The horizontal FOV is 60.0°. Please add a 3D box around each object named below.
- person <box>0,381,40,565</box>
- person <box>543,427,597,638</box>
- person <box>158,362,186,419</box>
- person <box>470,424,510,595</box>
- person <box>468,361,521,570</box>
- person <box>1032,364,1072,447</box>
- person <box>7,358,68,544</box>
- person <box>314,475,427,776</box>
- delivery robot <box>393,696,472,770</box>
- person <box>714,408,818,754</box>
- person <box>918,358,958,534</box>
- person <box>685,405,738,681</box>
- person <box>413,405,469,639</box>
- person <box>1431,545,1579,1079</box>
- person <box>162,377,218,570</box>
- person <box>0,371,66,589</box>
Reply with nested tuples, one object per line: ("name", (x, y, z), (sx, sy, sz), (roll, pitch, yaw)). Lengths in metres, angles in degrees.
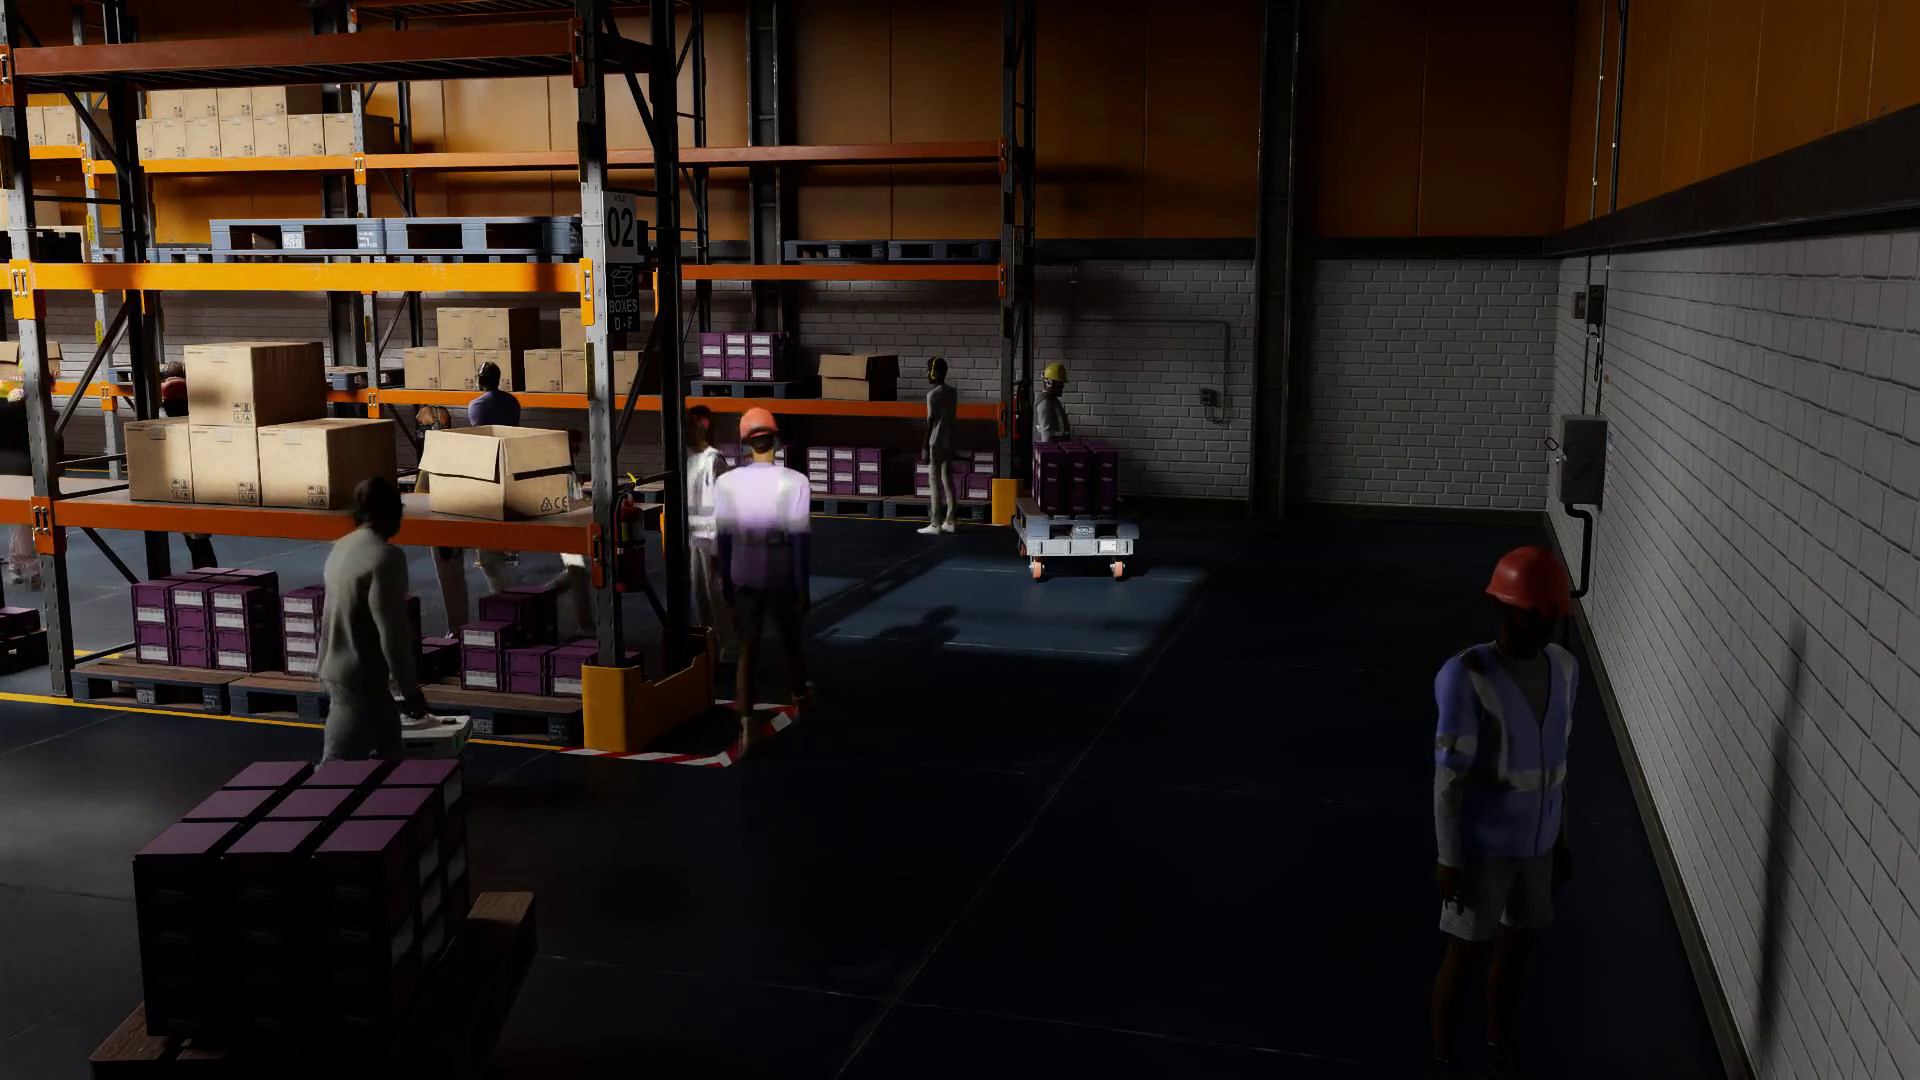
("person", (-8.982, -0.624, 15.689), (0.674, 1.745, 0.534), (-3, 10, -20))
("person", (-2.996, -0.057, 12.606), (0.595, 1.621, 0.520), (-1, 9, -3))
("person", (-8.459, -1.024, 18.006), (0.997, 1.780, 0.663), (4, 10, 24))
("person", (-3.635, -0.093, 12.806), (0.430, 1.615, 0.535), (5, 11, 30))
("person", (-4.341, -0.689, 15.487), (0.373, 1.940, 0.630), (4, 10, 23))
("person", (0.949, -0.907, 17.171), (0.403, 1.822, 0.588), (1, 9, 6))
("person", (-9.413, -0.927, 16.966), (0.374, 1.928, 0.584), (0, 9, 2))
("person", (-2.708, 0.661, 7.526), (0.883, 1.869, 0.688), (-7, 12, -38))
("delivery robot", (-2.939, 1.063, 8.731), (0.707, 0.478, 0.477), (-1, 9, -6))
("person", (-1.142, 0.212, 9.866), (0.628, 1.976, 1.078), (2, 10, 12))
("person", (-0.225, -0.987, 17.535), (0.343, 1.864, 0.527), (6, 11, 34))
("person", (-1.735, 0.022, 11.391), (0.370, 1.878, 0.628), (-5, 10, -26))
("person", (-3.696, -0.048, 11.908), (0.428, 1.836, 0.626), (-2, 10, -15))
("person", (1.792, 0.967, 5.403), (0.552, 1.932, 0.377), (-4, 10, -25))
("person", (-6.205, -0.343, 13.376), (0.378, 1.938, 0.547), (-7, 12, -37))
("person", (-8.186, -0.540, 14.605), (0.914, 1.926, 0.685), (6, 11, 32))
